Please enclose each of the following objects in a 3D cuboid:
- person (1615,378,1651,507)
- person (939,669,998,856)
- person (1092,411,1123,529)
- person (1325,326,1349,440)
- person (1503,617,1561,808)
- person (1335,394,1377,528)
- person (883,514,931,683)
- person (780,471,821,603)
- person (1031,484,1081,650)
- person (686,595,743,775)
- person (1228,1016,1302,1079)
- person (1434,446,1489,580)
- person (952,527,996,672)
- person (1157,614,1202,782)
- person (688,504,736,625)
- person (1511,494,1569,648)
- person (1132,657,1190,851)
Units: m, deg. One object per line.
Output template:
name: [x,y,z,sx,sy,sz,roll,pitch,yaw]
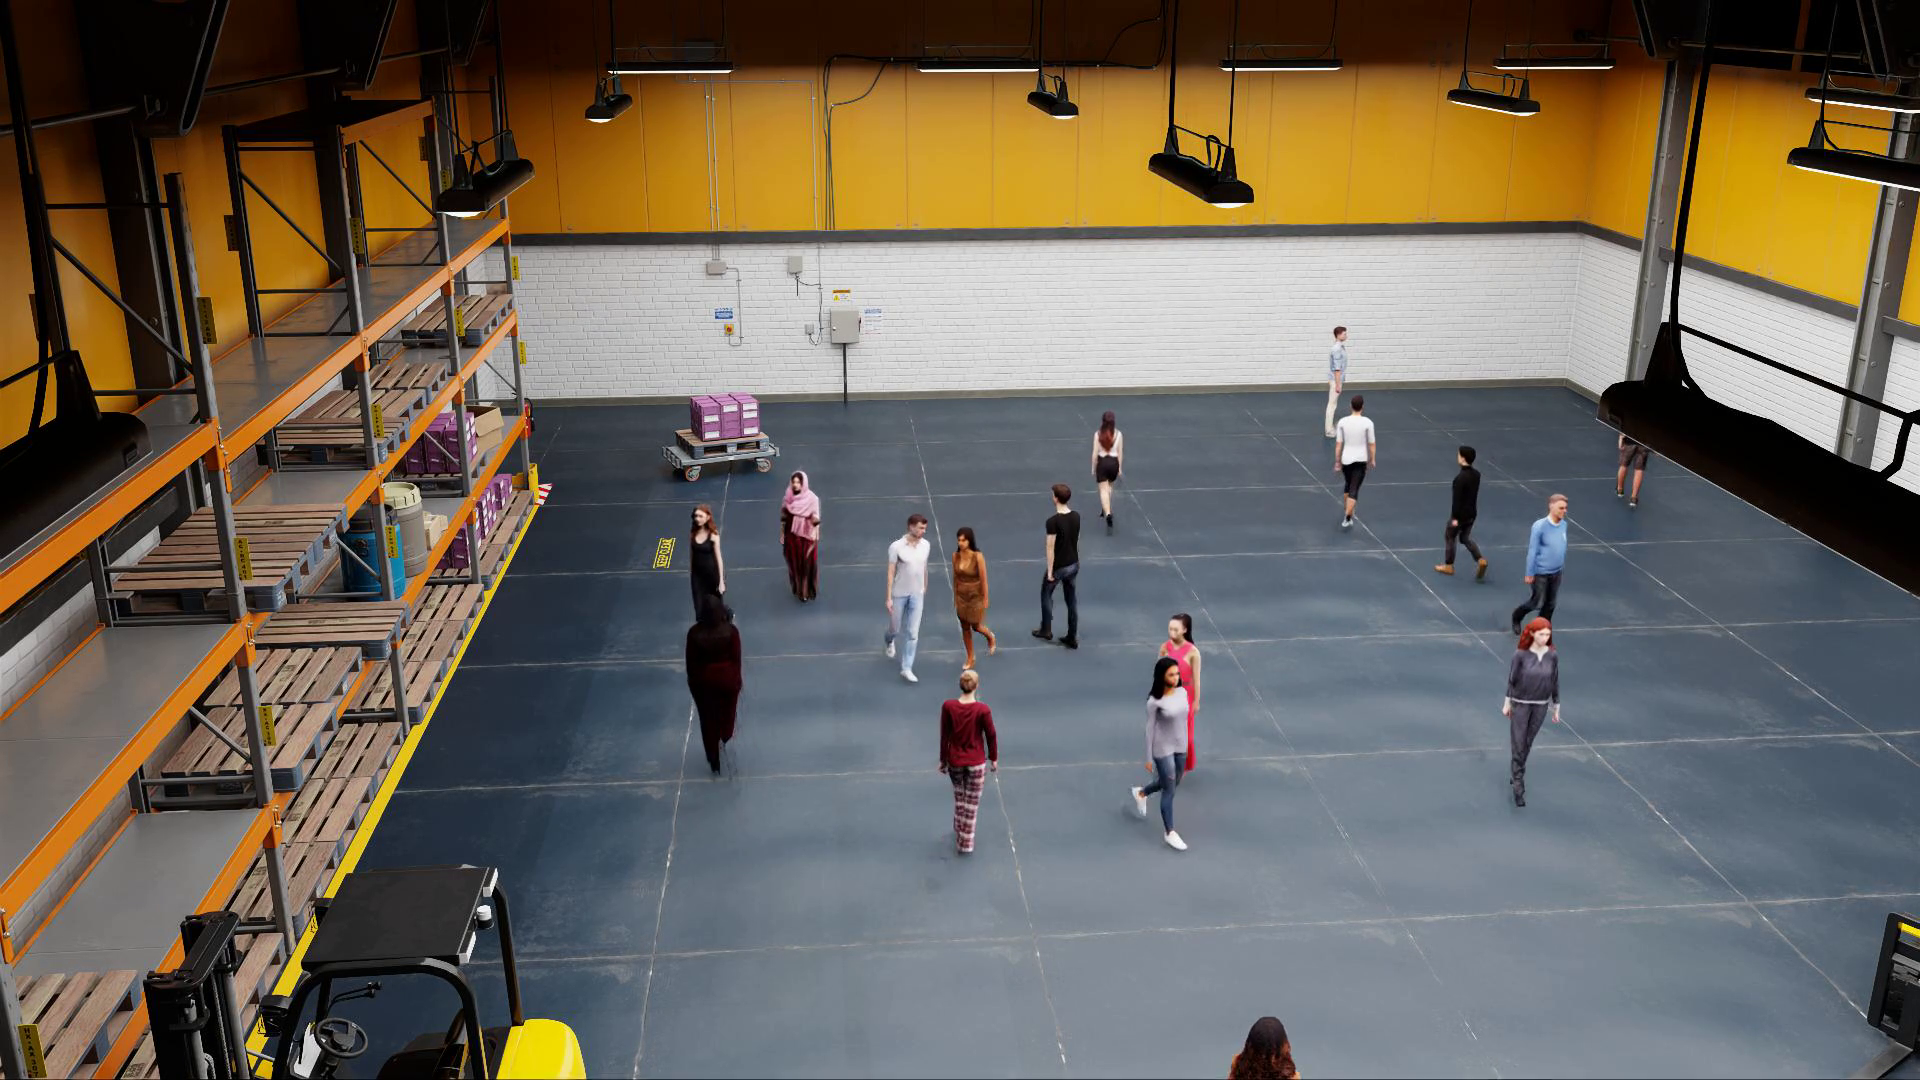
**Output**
person: [9.738,-1.383,23.880,0.945,1.829,1.175,6,19,17]
person: [0.038,1.924,14.289,0.771,1.683,0.846,5,19,14]
person: [2.033,-0.941,22.898,0.573,1.617,1.049,-2,19,-7]
person: [6.228,-2.637,27.576,0.779,1.847,0.626,5,19,14]
person: [5.231,1.522,15.361,0.645,1.759,0.901,0,19,0]
person: [5.430,-1.051,22.931,1.098,1.806,1.308,9,21,25]
person: [-0.602,0.590,18.040,0.902,1.816,1.137,-7,20,-19]
person: [-1.930,-0.085,20.354,0.763,1.620,0.851,5,19,14]
person: [1.223,0.324,18.743,0.894,1.872,1.001,-11,22,-30]
person: [-2.313,1.403,15.770,0.749,1.724,1.021,-4,19,-12]
person: [1.705,3.524,9.500,0.871,1.706,0.915,10,21,28]
person: [6.403,-0.328,20.943,0.950,1.704,1.077,-14,23,-36]
person: [0.157,0.623,18.174,0.832,1.668,0.916,10,21,27]
person: [2.070,1.483,15.560,0.786,1.707,0.852,12,22,32]
person: [-2.805,0.398,18.771,0.880,1.714,1.184,6,19,16]
person: [6.596,0.318,18.876,0.813,1.799,0.939,-8,20,-23]
person: [1.761,1.818,14.553,0.943,1.715,1.105,-13,23,-34]
